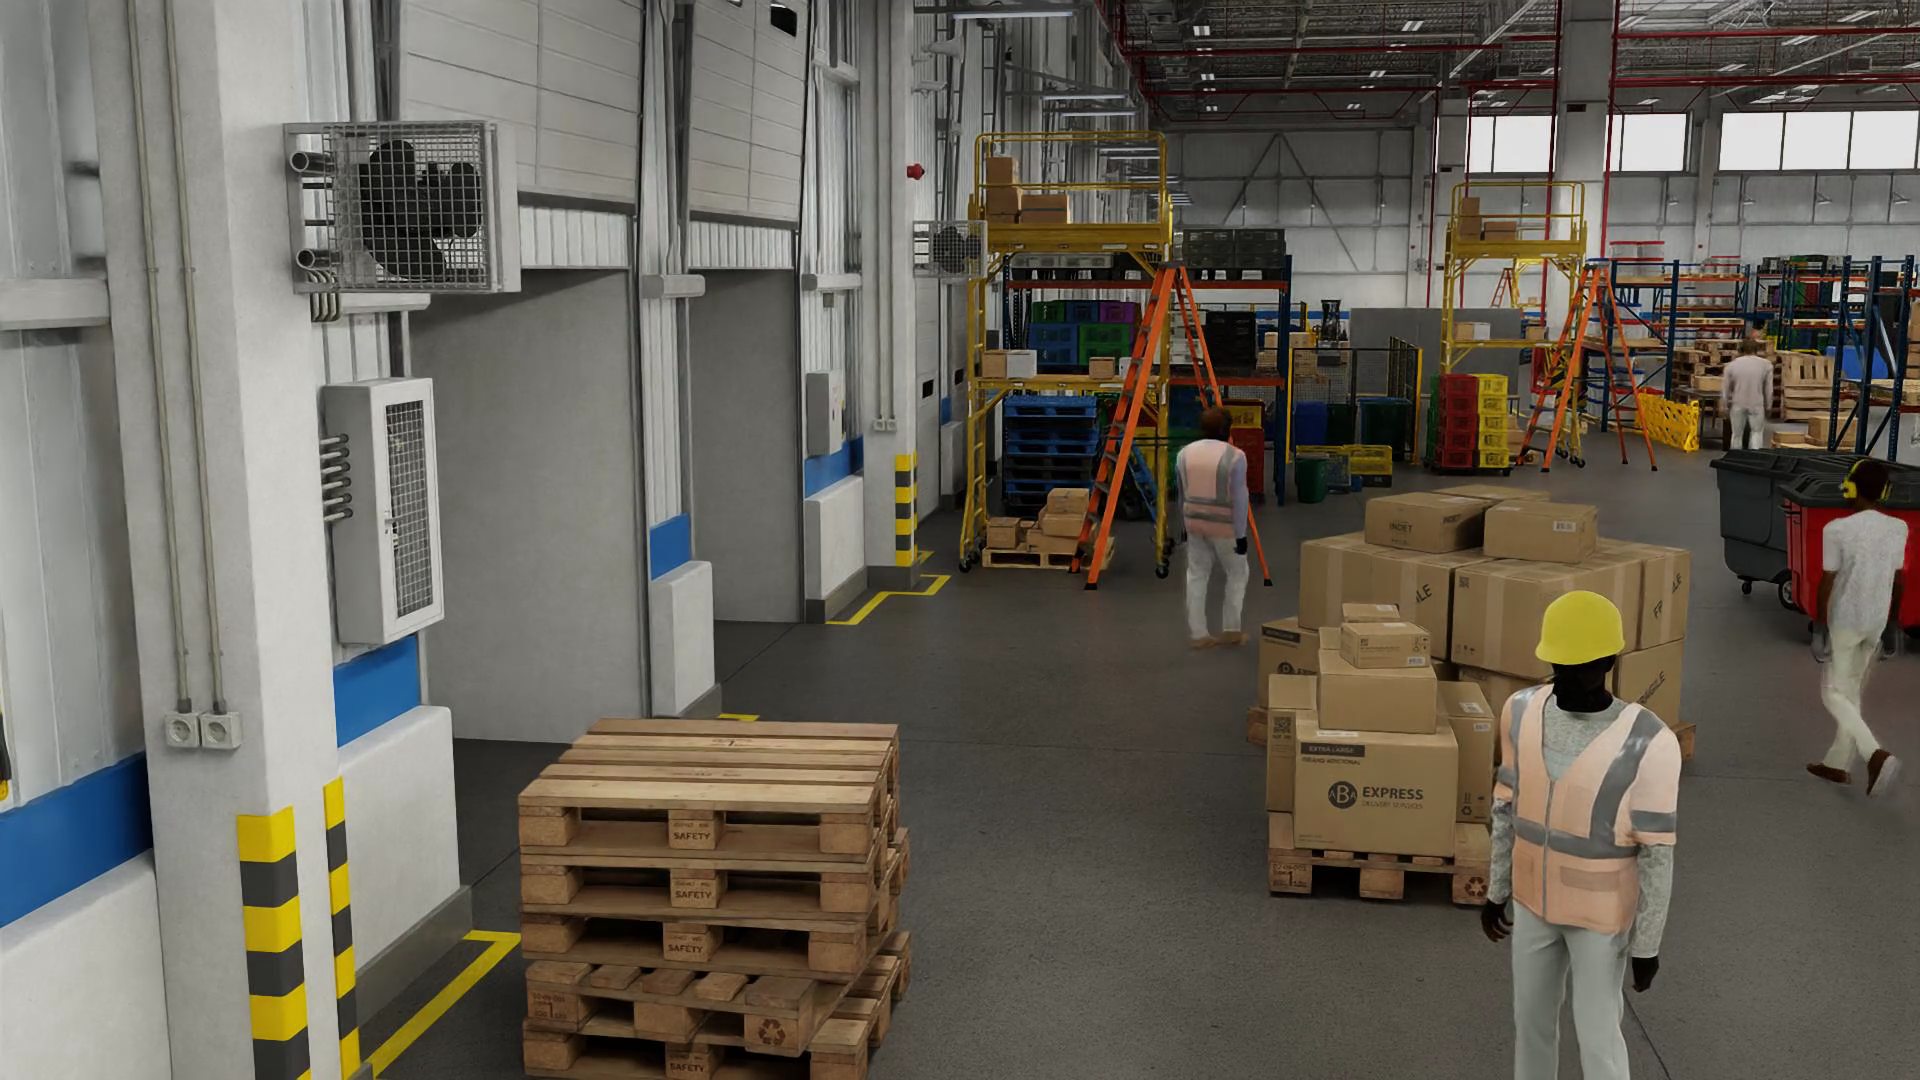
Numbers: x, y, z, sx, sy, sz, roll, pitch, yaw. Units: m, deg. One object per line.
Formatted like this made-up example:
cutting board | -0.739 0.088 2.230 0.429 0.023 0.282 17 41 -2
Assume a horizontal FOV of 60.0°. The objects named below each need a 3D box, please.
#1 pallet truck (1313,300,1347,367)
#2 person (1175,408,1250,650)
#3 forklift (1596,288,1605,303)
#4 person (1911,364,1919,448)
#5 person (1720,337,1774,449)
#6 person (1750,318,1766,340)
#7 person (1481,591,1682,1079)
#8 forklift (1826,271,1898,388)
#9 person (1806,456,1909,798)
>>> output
pallet truck | 11.159 -6.200 49.718 0.823 1.965 1.885 4 10 26
person | 1.966 -0.086 12.531 0.654 1.825 0.634 8 12 41
forklift | 16.944 -5.886 45.066 1.129 2.768 1.873 2 9 11
person | 15.520 -2.336 26.703 0.323 1.736 0.488 5 10 28
person | 10.924 -1.853 23.108 0.662 1.933 0.423 4 10 22
person | 20.213 -4.831 42.329 0.843 1.656 0.557 8 12 40
person | 1.839 1.091 5.012 0.391 1.918 0.588 -6 11 -34
forklift | 21.072 -4.771 38.191 1.873 2.768 1.129 1 9 9
person | 4.884 0.479 8.998 0.516 1.850 0.706 -1 9 -7
